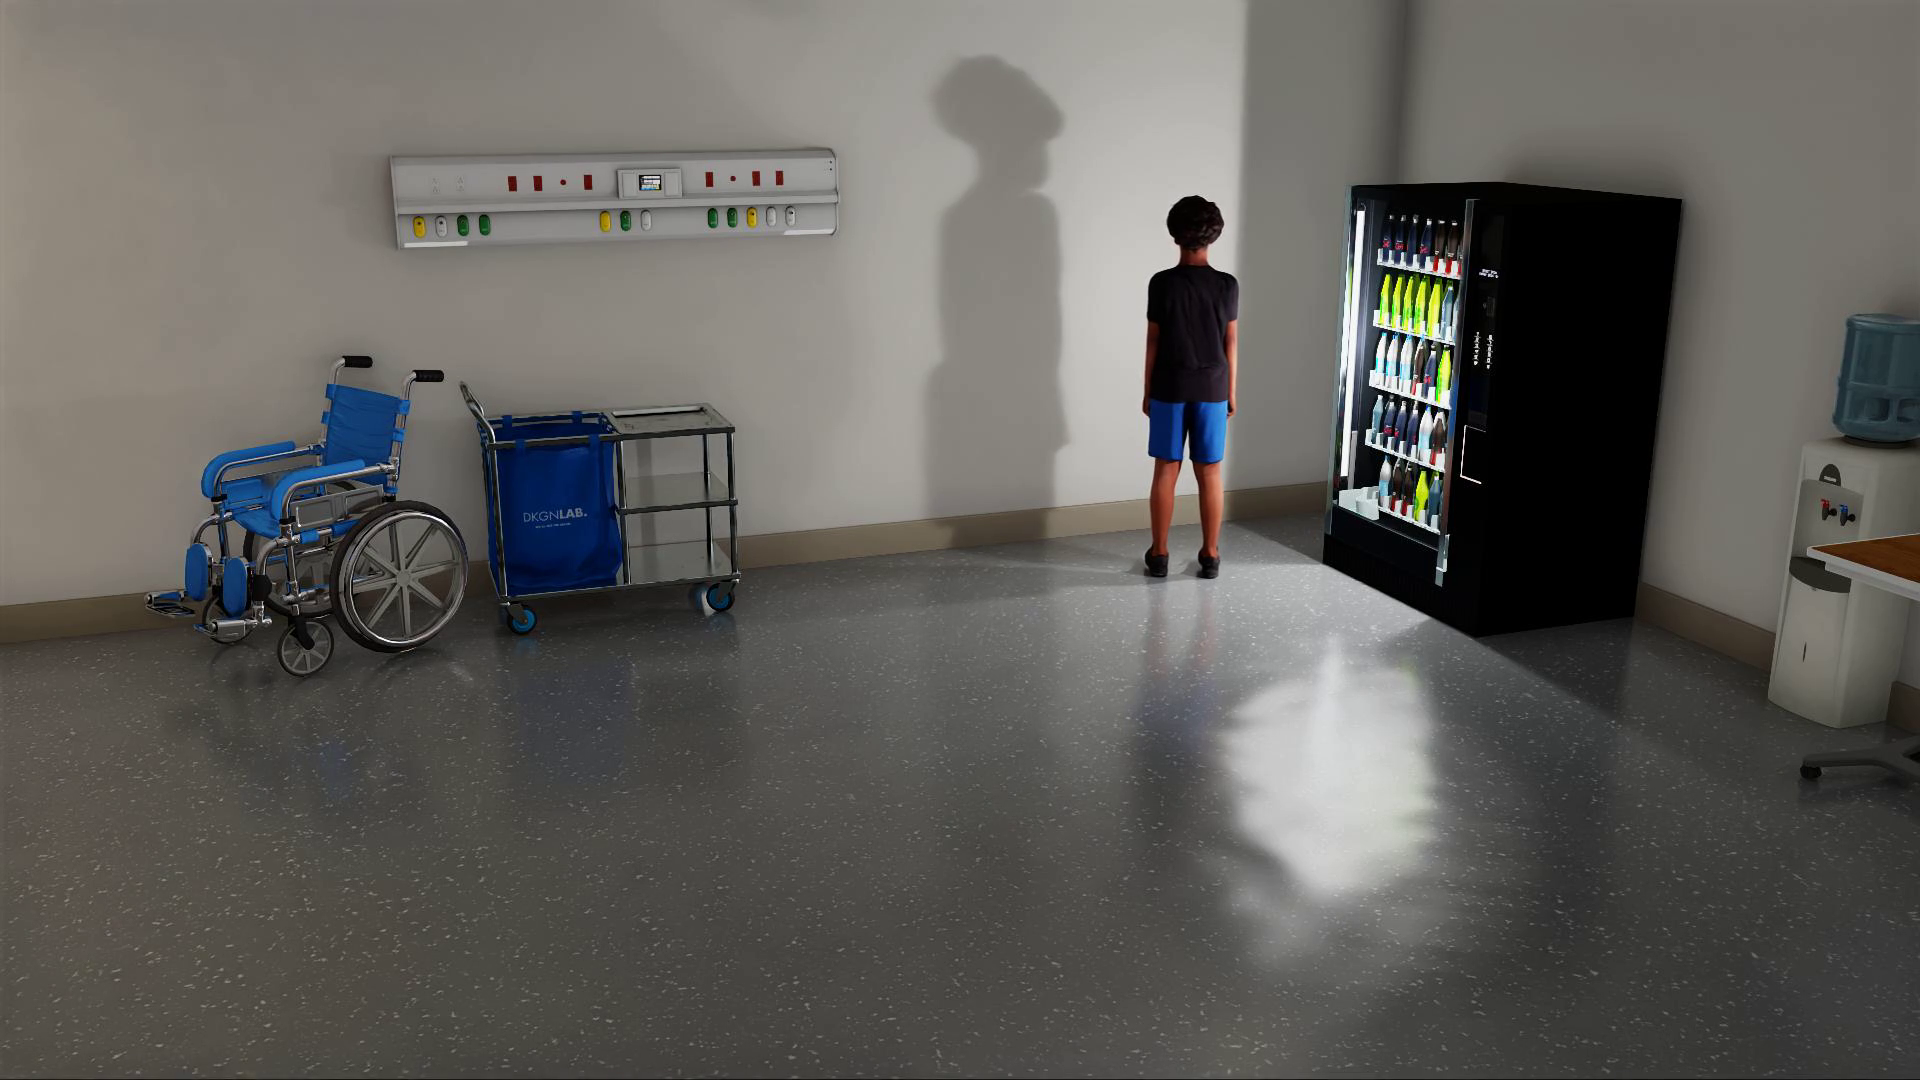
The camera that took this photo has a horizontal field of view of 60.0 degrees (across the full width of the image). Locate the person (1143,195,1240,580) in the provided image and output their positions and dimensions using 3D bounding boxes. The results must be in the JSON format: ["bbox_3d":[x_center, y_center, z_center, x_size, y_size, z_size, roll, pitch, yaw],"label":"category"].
[{"bbox_3d":[1.083,-0.710,7.834,0.676,1.794,0.676,1,16,3],"label":"person"}]
